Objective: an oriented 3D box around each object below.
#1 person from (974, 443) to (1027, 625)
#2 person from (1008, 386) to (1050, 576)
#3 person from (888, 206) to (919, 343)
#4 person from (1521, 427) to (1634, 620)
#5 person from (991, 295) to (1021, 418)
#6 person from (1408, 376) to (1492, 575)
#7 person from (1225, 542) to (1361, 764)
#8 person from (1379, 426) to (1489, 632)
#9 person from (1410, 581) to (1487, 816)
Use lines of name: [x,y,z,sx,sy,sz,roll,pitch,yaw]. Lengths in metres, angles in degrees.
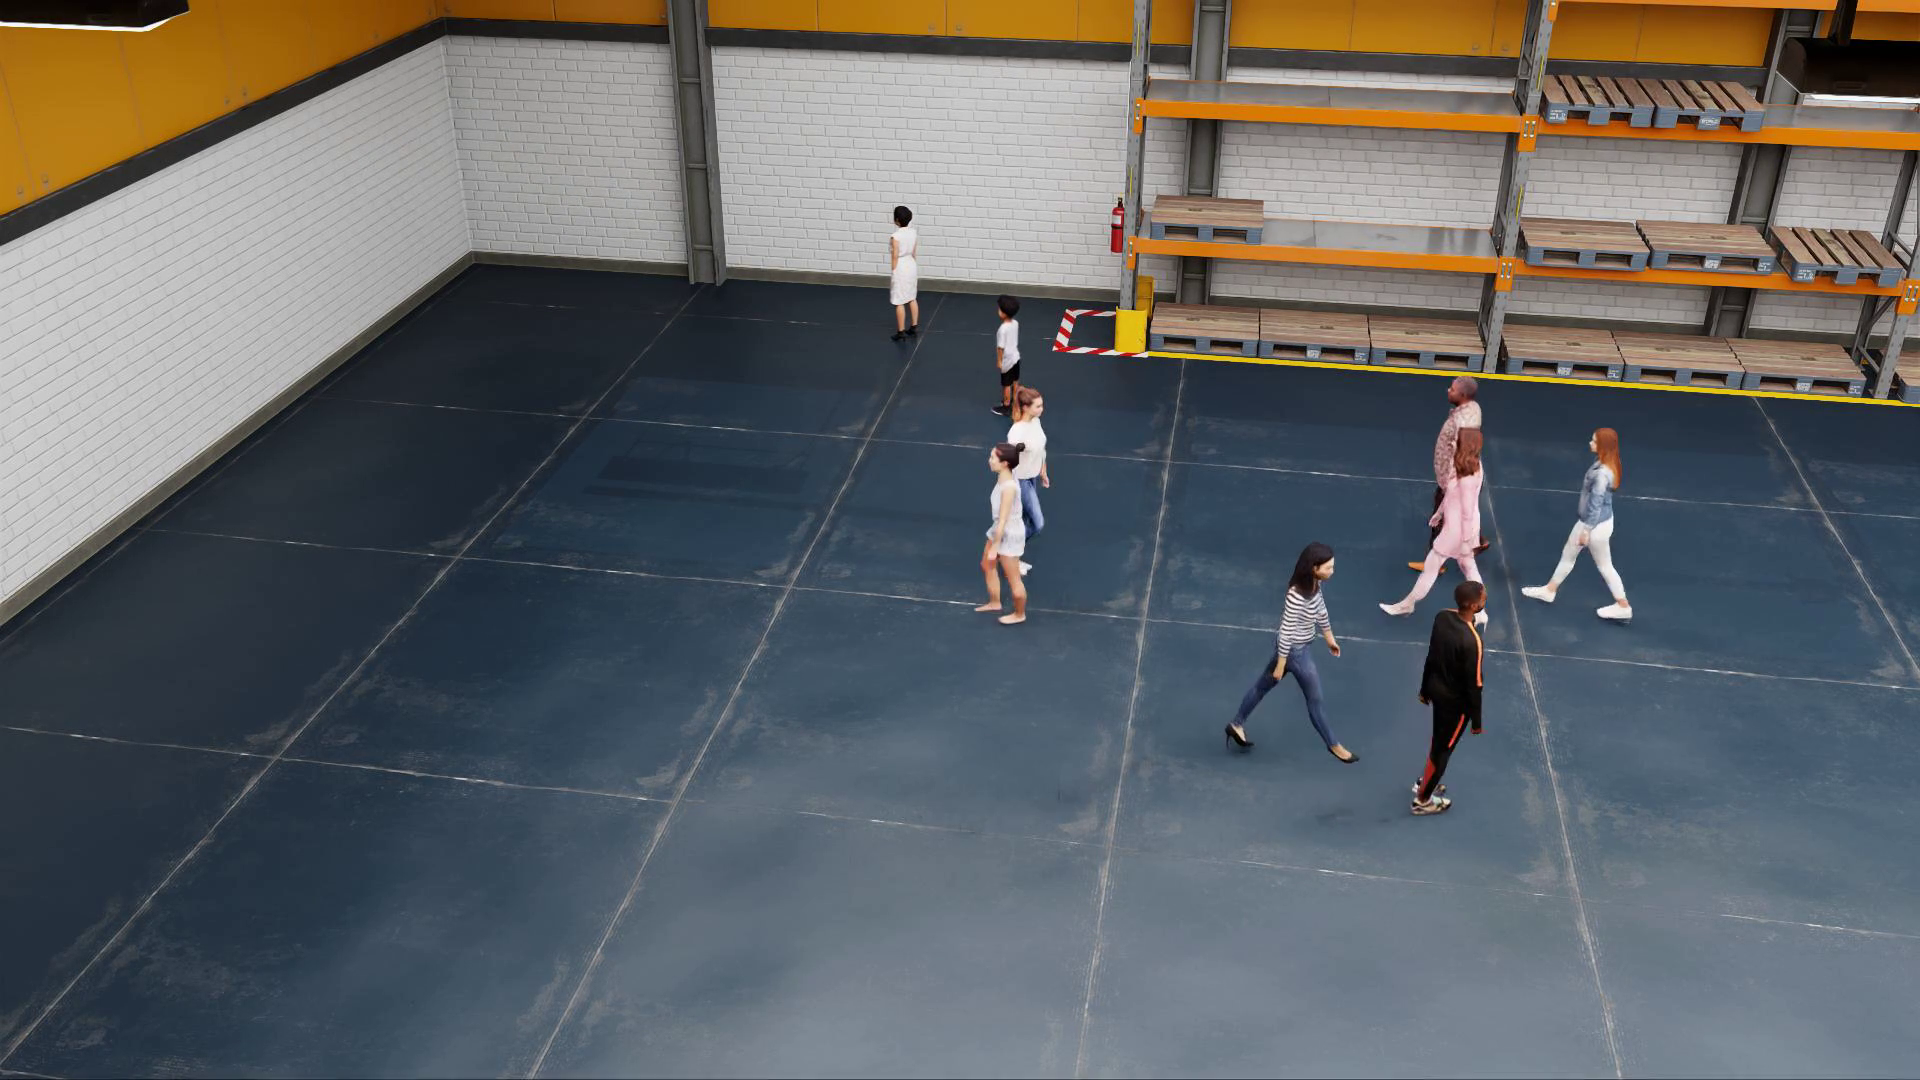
person: [0.455,-0.042,13.221,0.691,1.602,0.655,-4,29,-7]
person: [0.453,-0.495,13.940,0.692,1.709,0.685,11,30,19]
person: [-0.631,-2.994,18.685,0.655,1.552,0.640,20,34,32]
person: [5.160,-0.087,13.249,1.164,1.654,0.789,12,31,21]
person: [0.505,-1.879,16.949,0.576,1.256,0.550,17,33,28]
person: [4.216,-0.510,13.882,0.939,1.790,0.792,11,31,20]
person: [2.224,0.804,11.545,1.236,1.720,0.795,10,30,17]
person: [4.023,-0.046,13.063,1.119,1.759,0.754,10,30,18]
person: [3.157,1.063,10.993,0.783,1.795,0.769,-8,30,-14]
